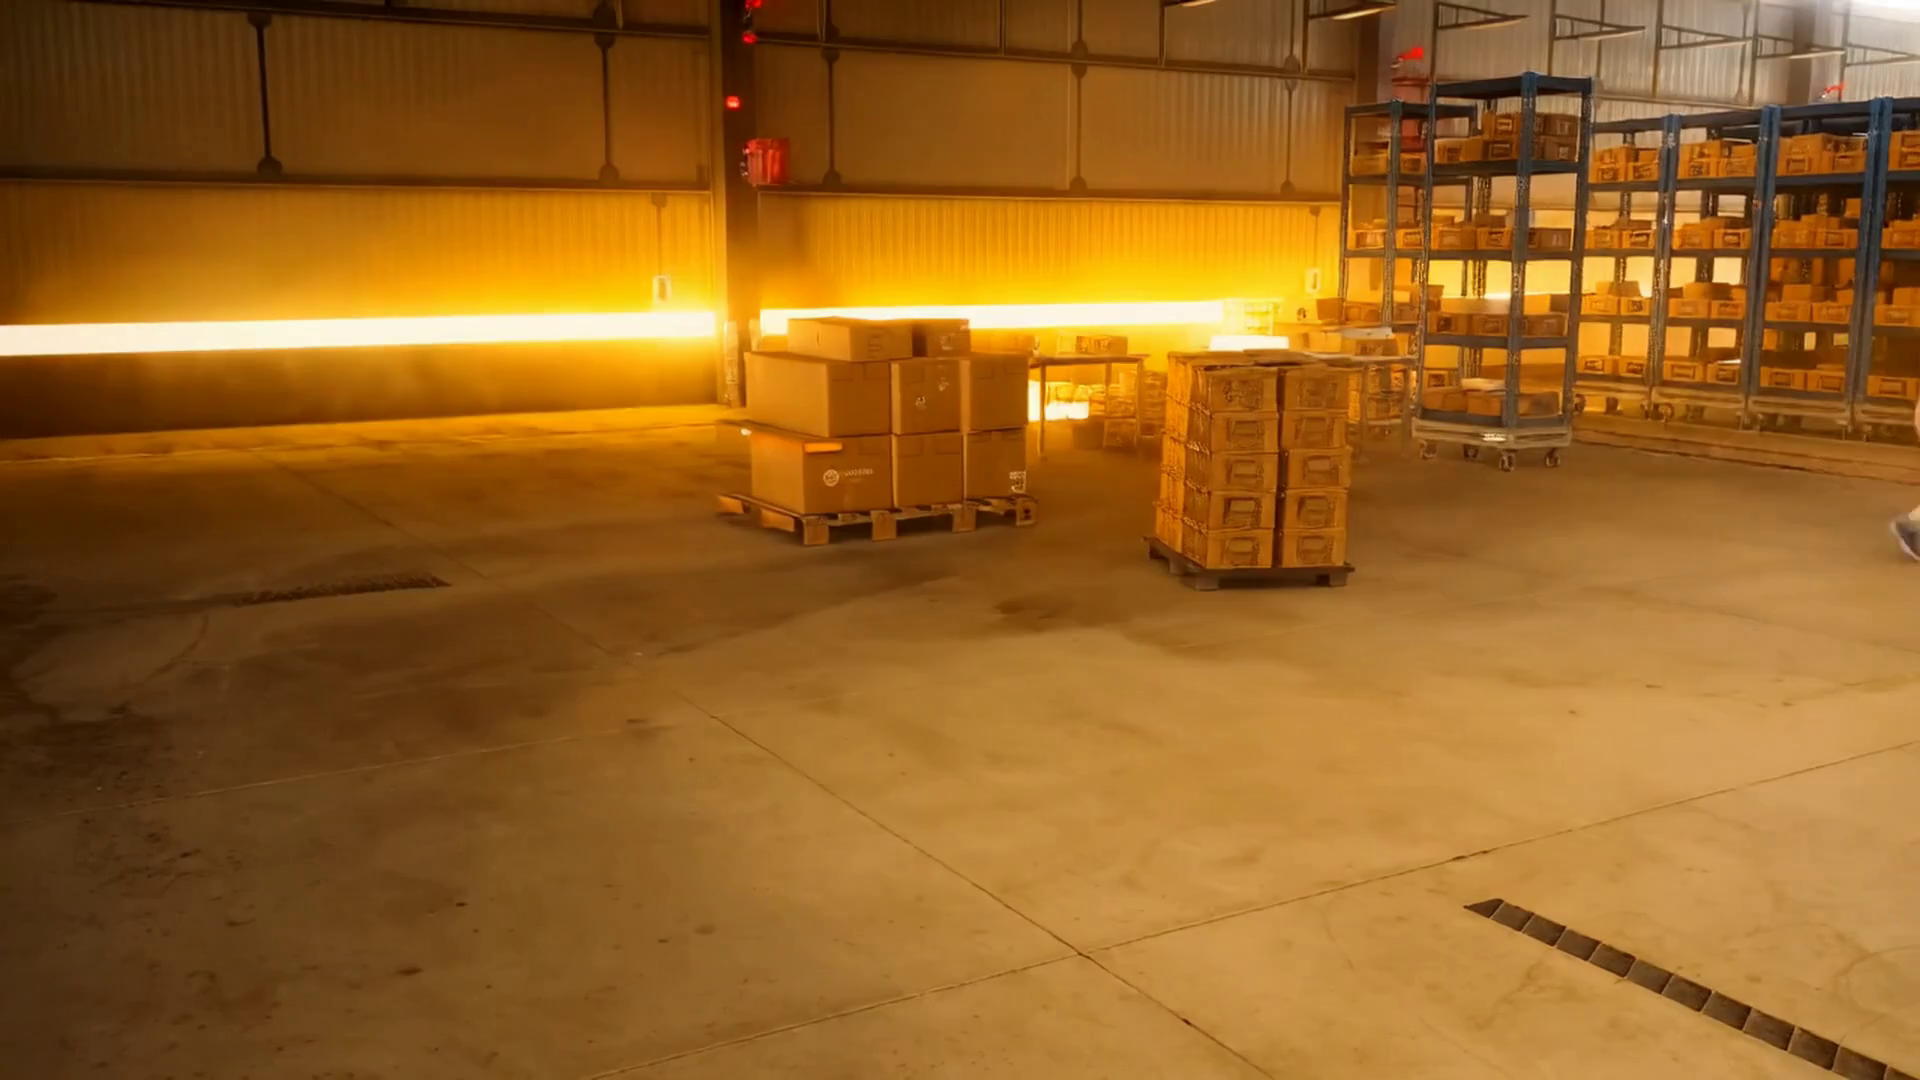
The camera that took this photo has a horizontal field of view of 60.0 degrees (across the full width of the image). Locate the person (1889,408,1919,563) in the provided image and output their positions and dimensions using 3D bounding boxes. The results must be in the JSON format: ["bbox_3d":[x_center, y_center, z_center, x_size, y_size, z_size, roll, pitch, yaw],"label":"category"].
[{"bbox_3d":[6.396,-0.755,10.750,0.459,1.886,0.662,4,11,20],"label":"person"}]
